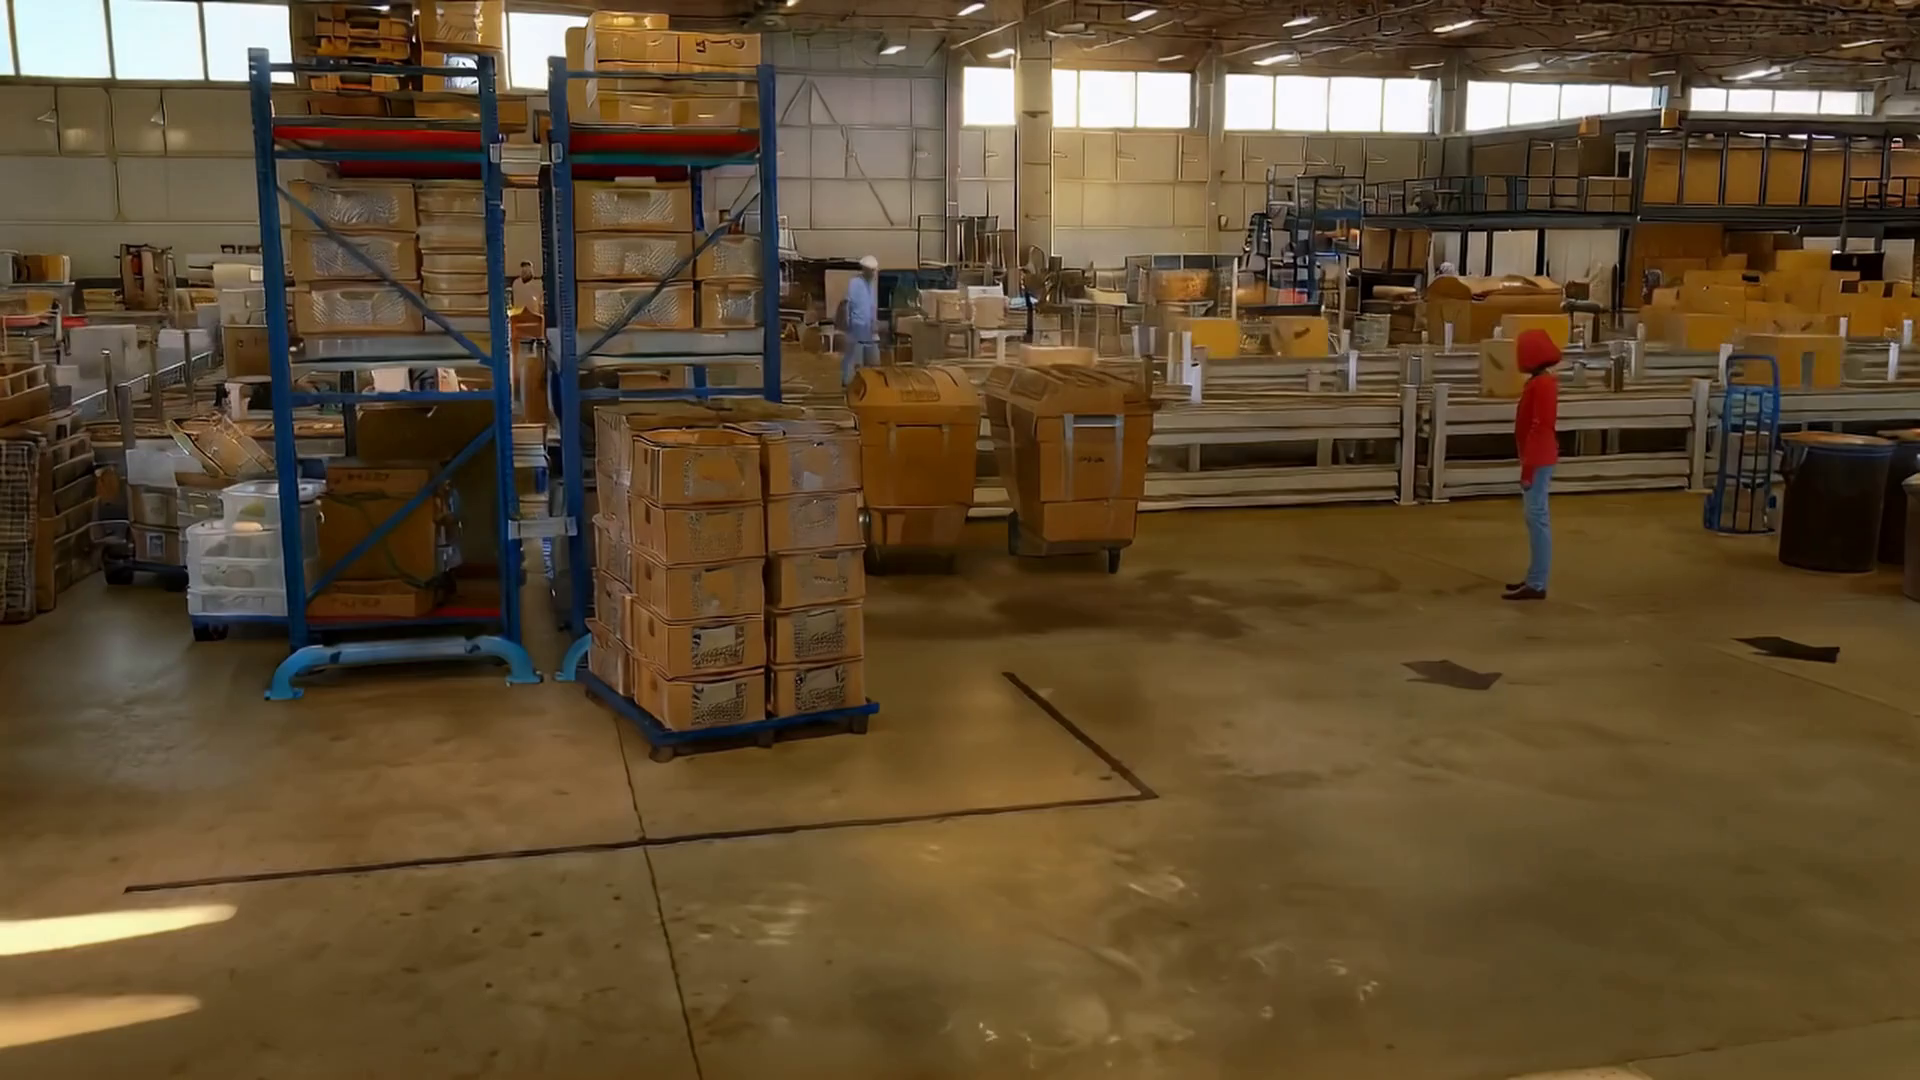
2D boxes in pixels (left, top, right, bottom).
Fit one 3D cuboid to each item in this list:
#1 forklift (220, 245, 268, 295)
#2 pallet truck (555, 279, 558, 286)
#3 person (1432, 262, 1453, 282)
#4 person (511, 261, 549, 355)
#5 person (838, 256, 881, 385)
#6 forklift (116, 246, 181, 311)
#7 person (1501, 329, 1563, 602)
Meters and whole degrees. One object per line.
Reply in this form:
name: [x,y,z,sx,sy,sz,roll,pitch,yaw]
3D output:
forklift: [-17.749,-6.334,41.440,1.157,1.987,2.680,-3,10,-17]
pallet truck: [-10.604,-6.375,44.520,0.653,1.274,1.630,-3,10,-15]
person: [9.518,-4.571,32.837,0.403,1.822,0.588,-1,10,-8]
person: [-6.769,-3.436,26.205,0.635,1.899,0.401,1,10,7]
person: [-1.495,-3.340,25.448,1.036,1.976,0.712,8,13,39]
forklift: [-19.966,-6.232,40.894,1.157,1.987,2.680,-3,10,-15]
person: [3.444,-0.444,9.999,0.279,1.633,0.497,4,11,23]
